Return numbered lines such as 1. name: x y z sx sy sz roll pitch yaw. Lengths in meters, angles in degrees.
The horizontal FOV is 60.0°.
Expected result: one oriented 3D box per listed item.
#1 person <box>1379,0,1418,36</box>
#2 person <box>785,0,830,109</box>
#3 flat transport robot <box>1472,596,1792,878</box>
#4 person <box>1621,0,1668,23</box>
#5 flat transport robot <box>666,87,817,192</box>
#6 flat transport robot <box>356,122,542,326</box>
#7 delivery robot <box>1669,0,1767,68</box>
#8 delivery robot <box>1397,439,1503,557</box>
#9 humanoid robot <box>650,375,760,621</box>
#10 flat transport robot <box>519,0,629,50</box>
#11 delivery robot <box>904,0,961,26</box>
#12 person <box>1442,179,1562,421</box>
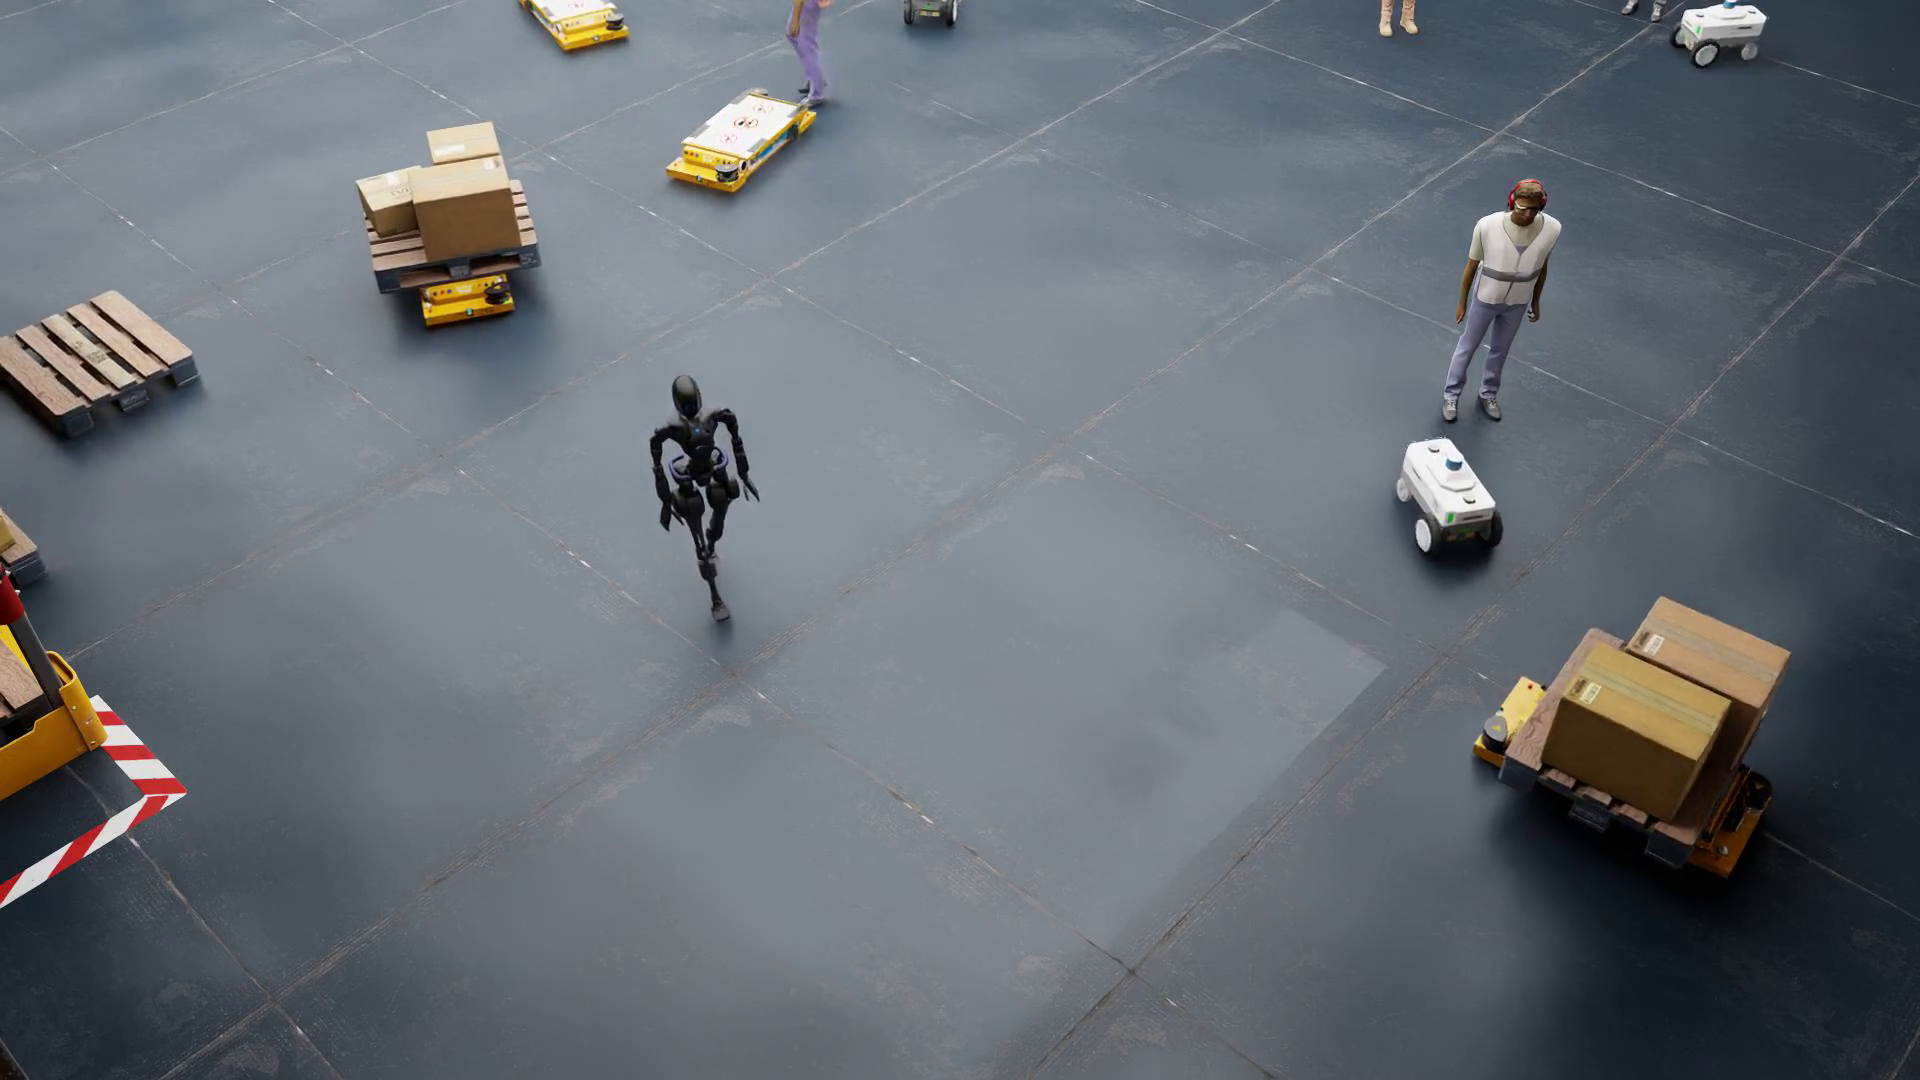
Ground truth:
1. person: 4.287 -5.624 15.674 0.478 1.741 0.316 -7 42 -8
2. person: -1.351 -4.690 14.581 0.457 1.823 0.687 0 42 0
3. flat transport robot: 3.631 1.253 9.134 1.431 0.231 0.659 27 49 27
4. person: 6.779 -5.921 15.941 0.562 1.834 0.406 19 45 20
5. flat transport robot: -1.877 -3.473 14.386 0.659 0.231 1.431 18 45 19
6. flat transport robot: -3.908 -2.173 12.941 0.659 0.231 1.431 -13 44 -14
7. delivery robot: 7.144 -4.798 15.644 0.789 0.593 0.499 -6 42 -7
8. delivery robot: 3.115 -0.307 10.646 0.499 0.586 0.772 -9 43 -10
9. humanoid robot: -1.491 -0.306 9.850 0.609 1.626 0.772 -18 45 -19
10. flat transport robot: -3.838 -5.230 16.339 0.659 0.231 1.431 -21 46 -22
11. delivery robot: -0.263 -5.387 16.314 0.502 0.614 0.785 5 42 6
12. person: 3.613 -1.617 11.144 0.567 1.843 0.374 -2 42 -2
